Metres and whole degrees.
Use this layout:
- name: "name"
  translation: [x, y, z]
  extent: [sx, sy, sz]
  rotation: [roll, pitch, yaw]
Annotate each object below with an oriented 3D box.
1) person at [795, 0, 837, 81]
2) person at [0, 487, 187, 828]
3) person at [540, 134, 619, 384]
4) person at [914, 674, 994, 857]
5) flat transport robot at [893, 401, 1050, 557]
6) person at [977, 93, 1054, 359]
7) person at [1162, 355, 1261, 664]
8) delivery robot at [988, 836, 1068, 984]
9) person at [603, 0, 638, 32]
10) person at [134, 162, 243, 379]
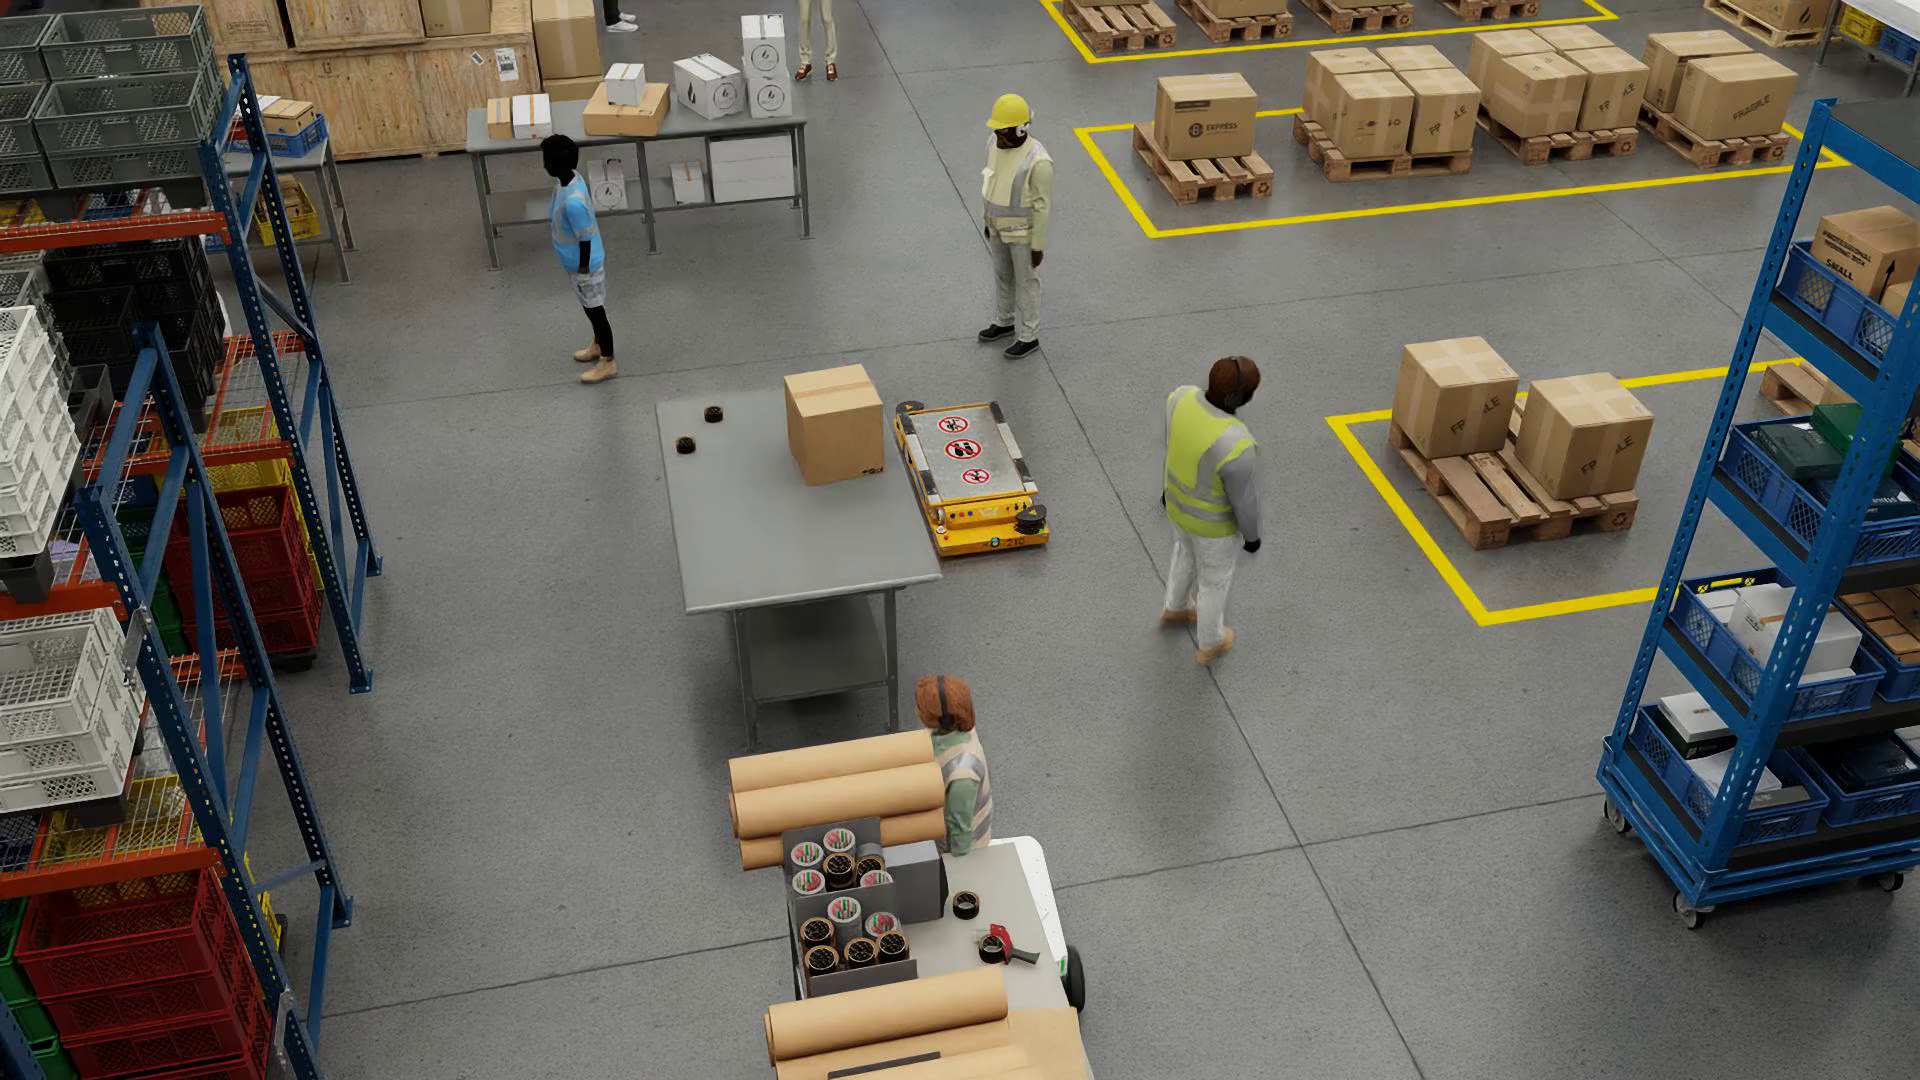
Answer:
- name: "person"
  translation: [-1.318, -5.095, 15.056]
  extent: [0.535, 1.860, 0.314]
  rotation: [2, 37, 3]
- name: "person"
  translation: [-3.872, 0.554, 7.405]
  extent: [0.632, 1.931, 0.368]
  rotation: [1, 37, 1]
- name: "person"
  translation: [-2.470, -1.827, 10.798]
  extent: [0.317, 1.696, 0.540]
  rotation: [-11, 38, -14]
- name: "person"
  translation: [-0.024, 1.189, 6.802]
  extent: [0.314, 1.631, 0.523]
  rotation: [-6, 37, -8]
- name: "flat transport robot"
  translation: [0.046, -0.430, 10.108]
  extent: [0.652, 0.197, 1.431]
  rotation: [-8, 37, -10]
- name: "person"
  translation: [0.347, -2.083, 11.037]
  extent: [0.404, 1.827, 0.602]
  rotation: [-25, 44, -30]
- name: "person"
  translation: [1.266, -0.145, 8.433]
  extent: [0.458, 1.830, 0.636]
  rotation: [-16, 40, -21]
- name: "delivery robot"
  translation: [0.234, 1.591, 7.081]
  extent: [0.477, 0.478, 0.707]
  rotation: [-5, 37, -6]
- name: "person"
  translation: [-3.415, -5.908, 16.113]
  extent: [0.389, 1.911, 0.591]
  rotation: [-9, 38, -12]
- name: "person"
  translation: [-5.073, -1.934, 10.789]
  extent: [0.362, 1.883, 0.576]
  rotation: [-25, 43, -29]
